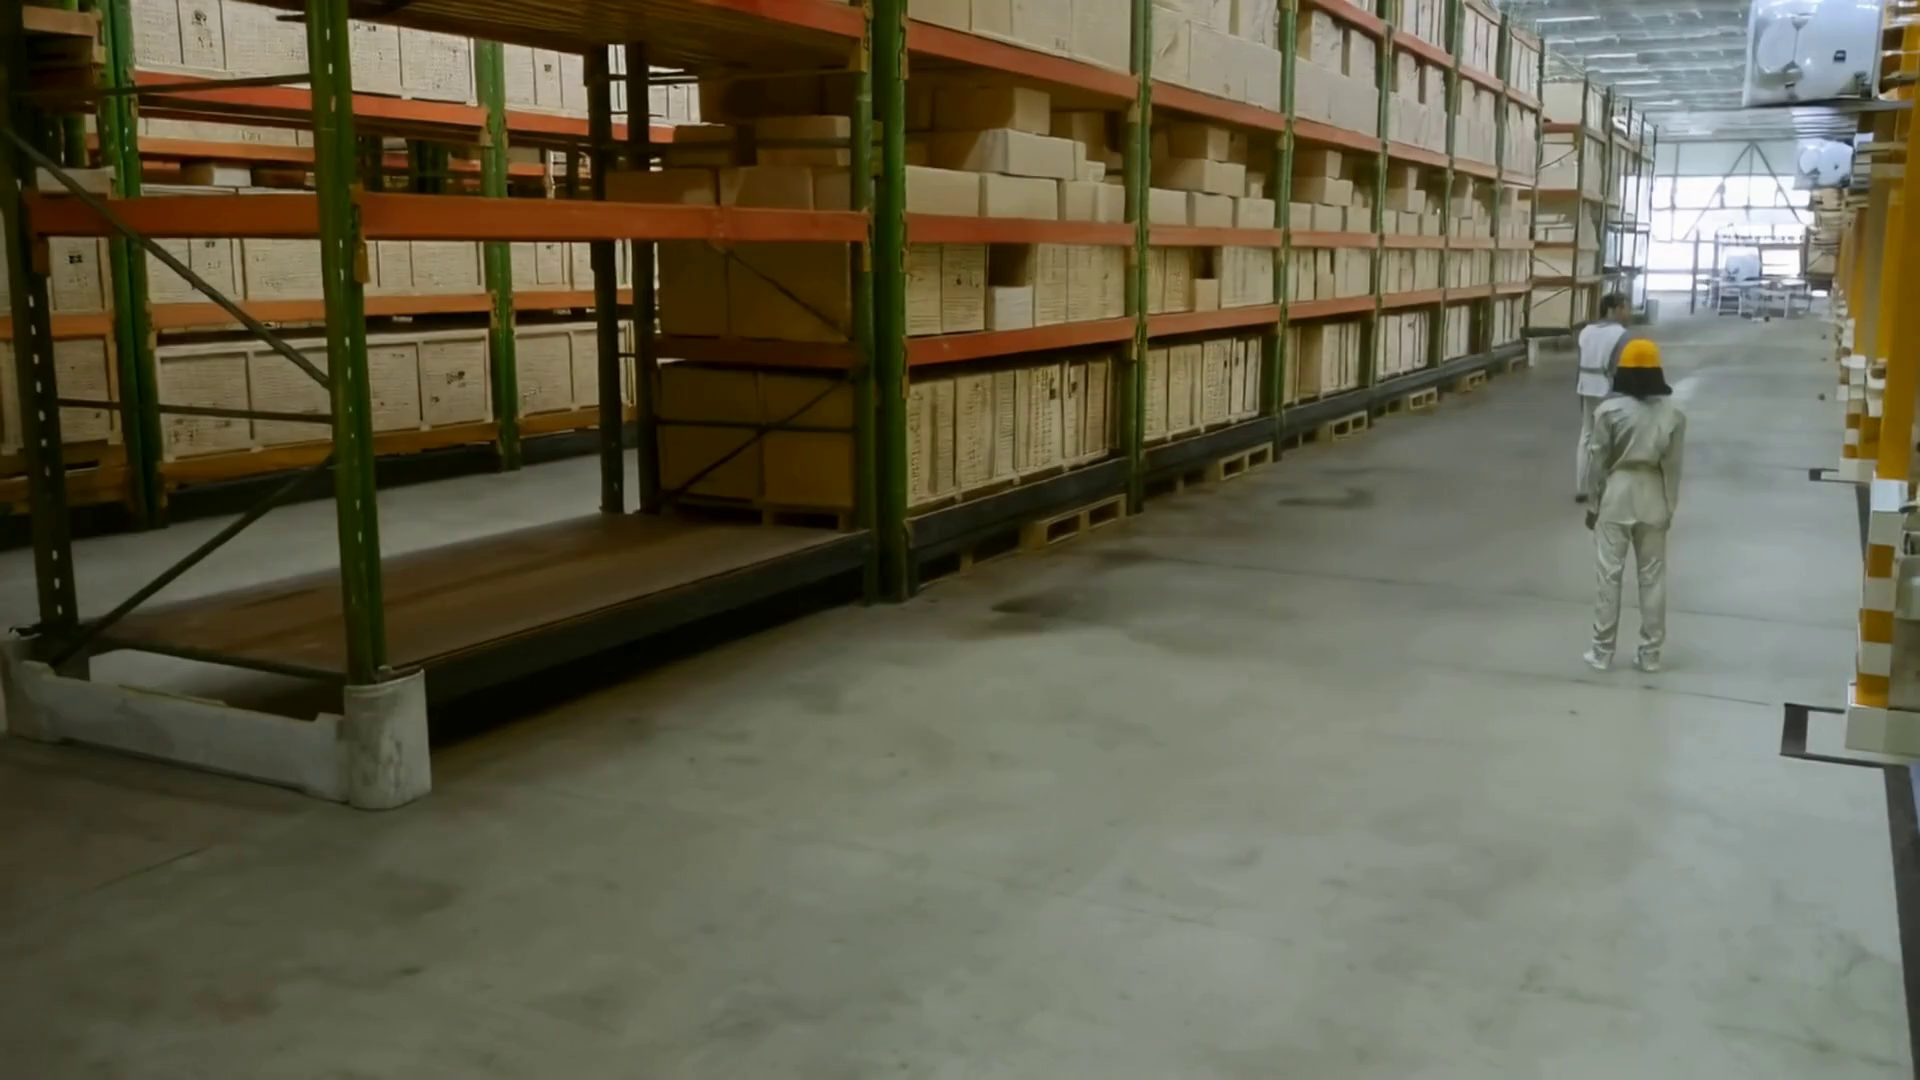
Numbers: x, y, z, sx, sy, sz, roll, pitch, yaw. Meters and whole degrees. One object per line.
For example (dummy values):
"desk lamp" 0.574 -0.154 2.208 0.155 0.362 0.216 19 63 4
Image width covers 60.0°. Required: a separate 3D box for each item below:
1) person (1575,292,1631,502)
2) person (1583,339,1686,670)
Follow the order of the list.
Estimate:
"person" 5.548 -1.212 14.376 0.389 1.837 0.563 -4 11 -23
"person" 3.518 -0.181 8.718 0.480 1.733 0.335 0 10 -1
